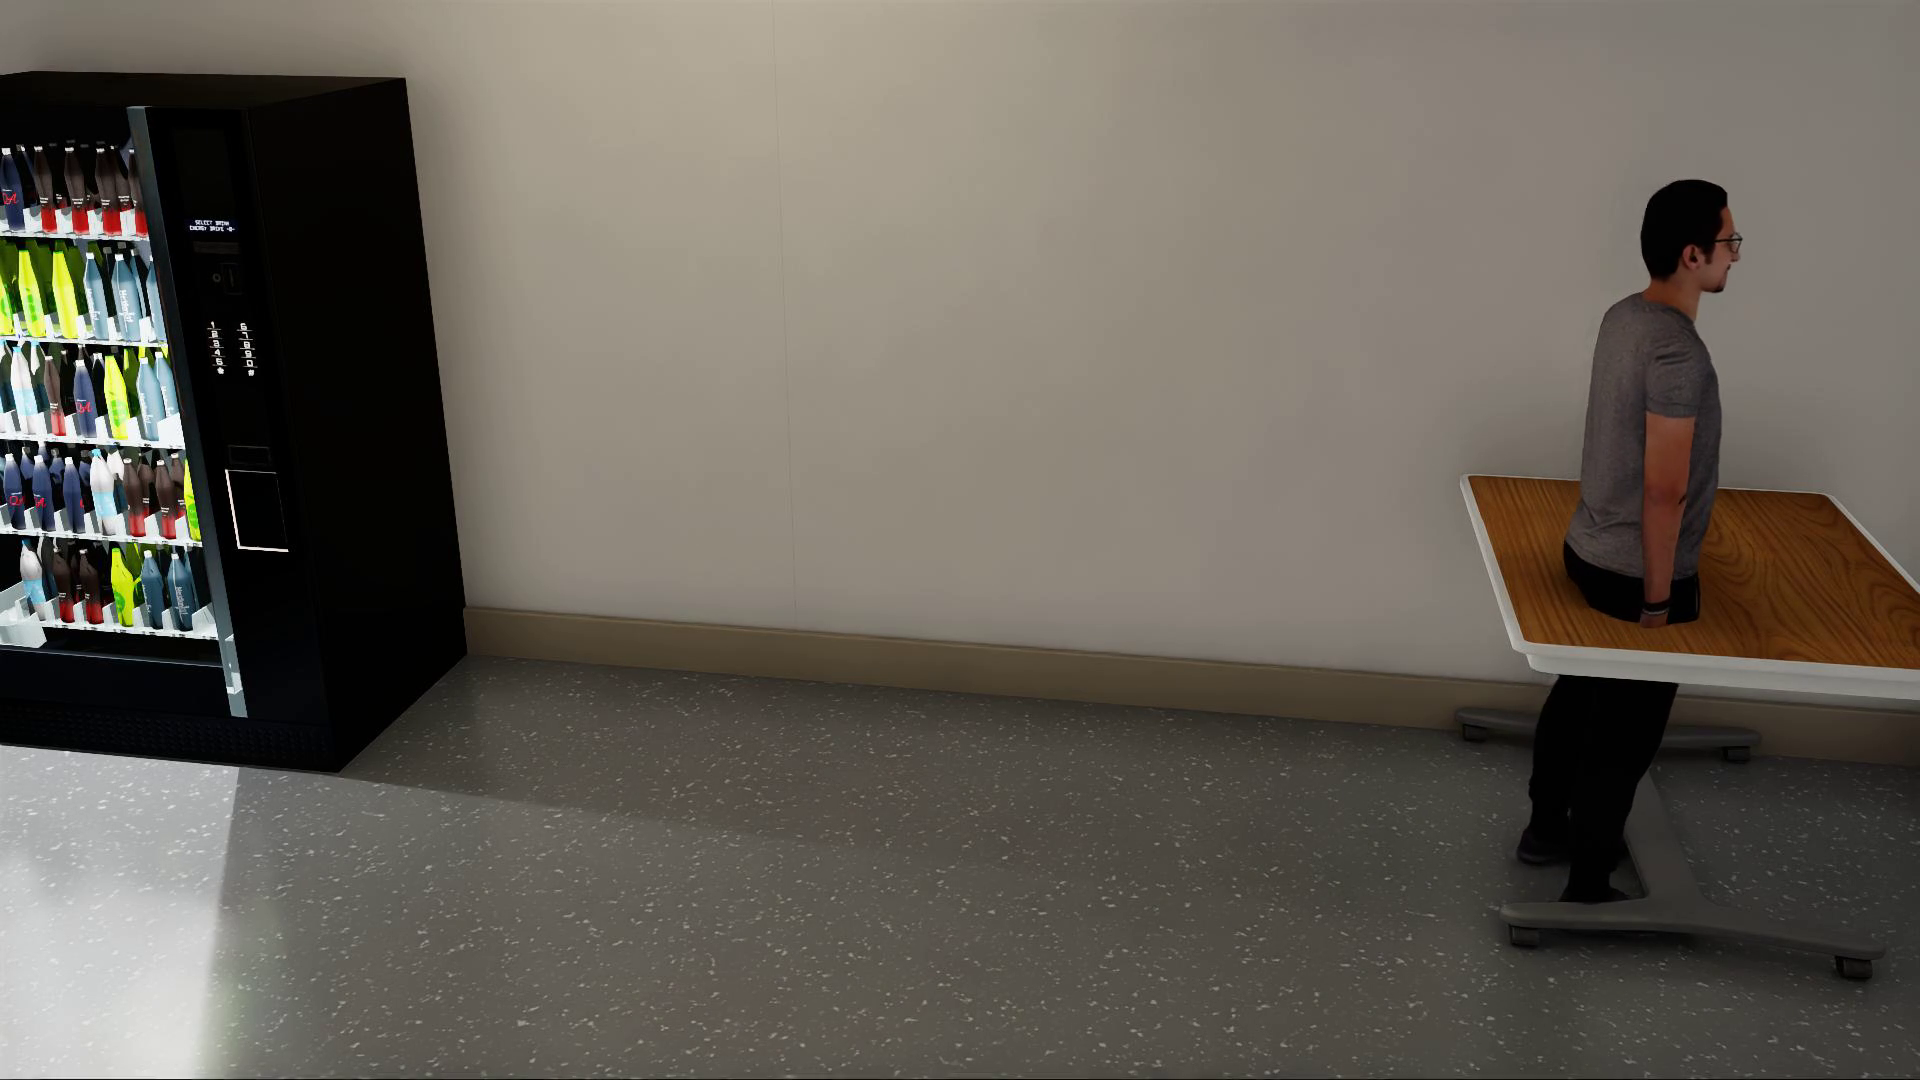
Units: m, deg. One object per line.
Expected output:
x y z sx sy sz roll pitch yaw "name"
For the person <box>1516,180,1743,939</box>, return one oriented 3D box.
1.535 0.052 3.832 0.582 1.753 0.653 1 21 1 "person"
